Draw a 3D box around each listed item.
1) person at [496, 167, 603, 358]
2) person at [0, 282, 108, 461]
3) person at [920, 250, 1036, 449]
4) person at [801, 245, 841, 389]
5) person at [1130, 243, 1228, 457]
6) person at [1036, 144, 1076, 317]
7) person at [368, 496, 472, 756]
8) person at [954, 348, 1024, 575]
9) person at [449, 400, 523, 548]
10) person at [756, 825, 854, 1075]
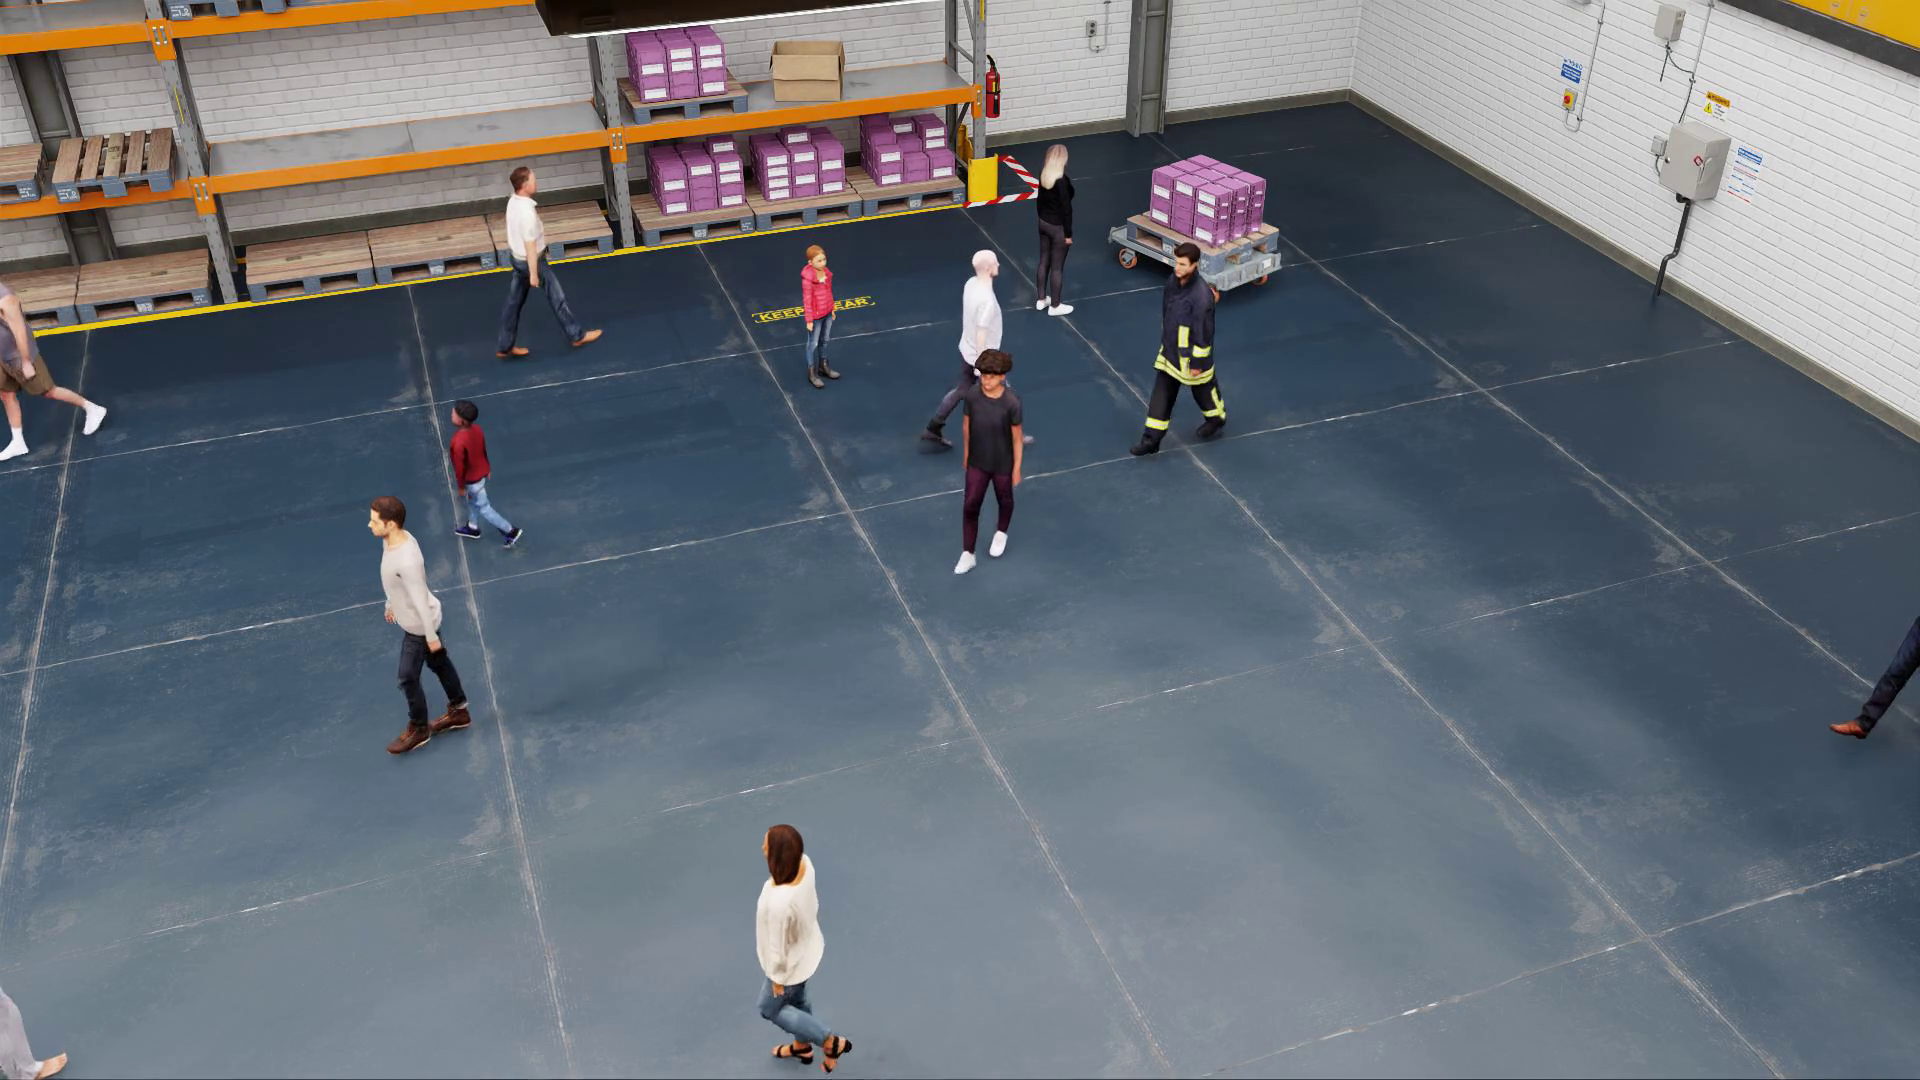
[{"bbox_3d":[-4.024,-2.485,15.171,1.262,1.804,0.802,-16,37,-23],"label":"person"},{"bbox_3d":[-7.761,-1.580,13.874,1.017,1.813,1.280,25,41,33],"label":"person"},{"bbox_3d":[0.068,-1.517,13.717,1.221,1.801,0.736,-8,35,-12],"label":"person"},{"bbox_3d":[-1.276,-2.030,14.925,0.654,1.318,0.570,24,40,31],"label":"person"},{"bbox_3d":[1.944,-1.592,13.759,1.339,1.879,1.011,-20,39,-28],"label":"person"},{"bbox_3d":[0.900,-2.994,16.044,0.612,1.685,0.660,-20,39,-28],"label":"person"},{"bbox_3d":[-3.374,0.503,10.636,0.856,1.848,0.747,-17,37,-24],"label":"person"},{"bbox_3d":[0.266,-0.662,12.468,0.985,1.760,1.001,9,35,13],"label":"person"},{"bbox_3d":[-3.650,-0.488,12.678,0.914,1.236,0.780,7,34,11],"label":"person"},{"bbox_3d":[-0.771,2.107,8.385,0.849,1.669,0.793,8,34,11],"label":"person"}]
